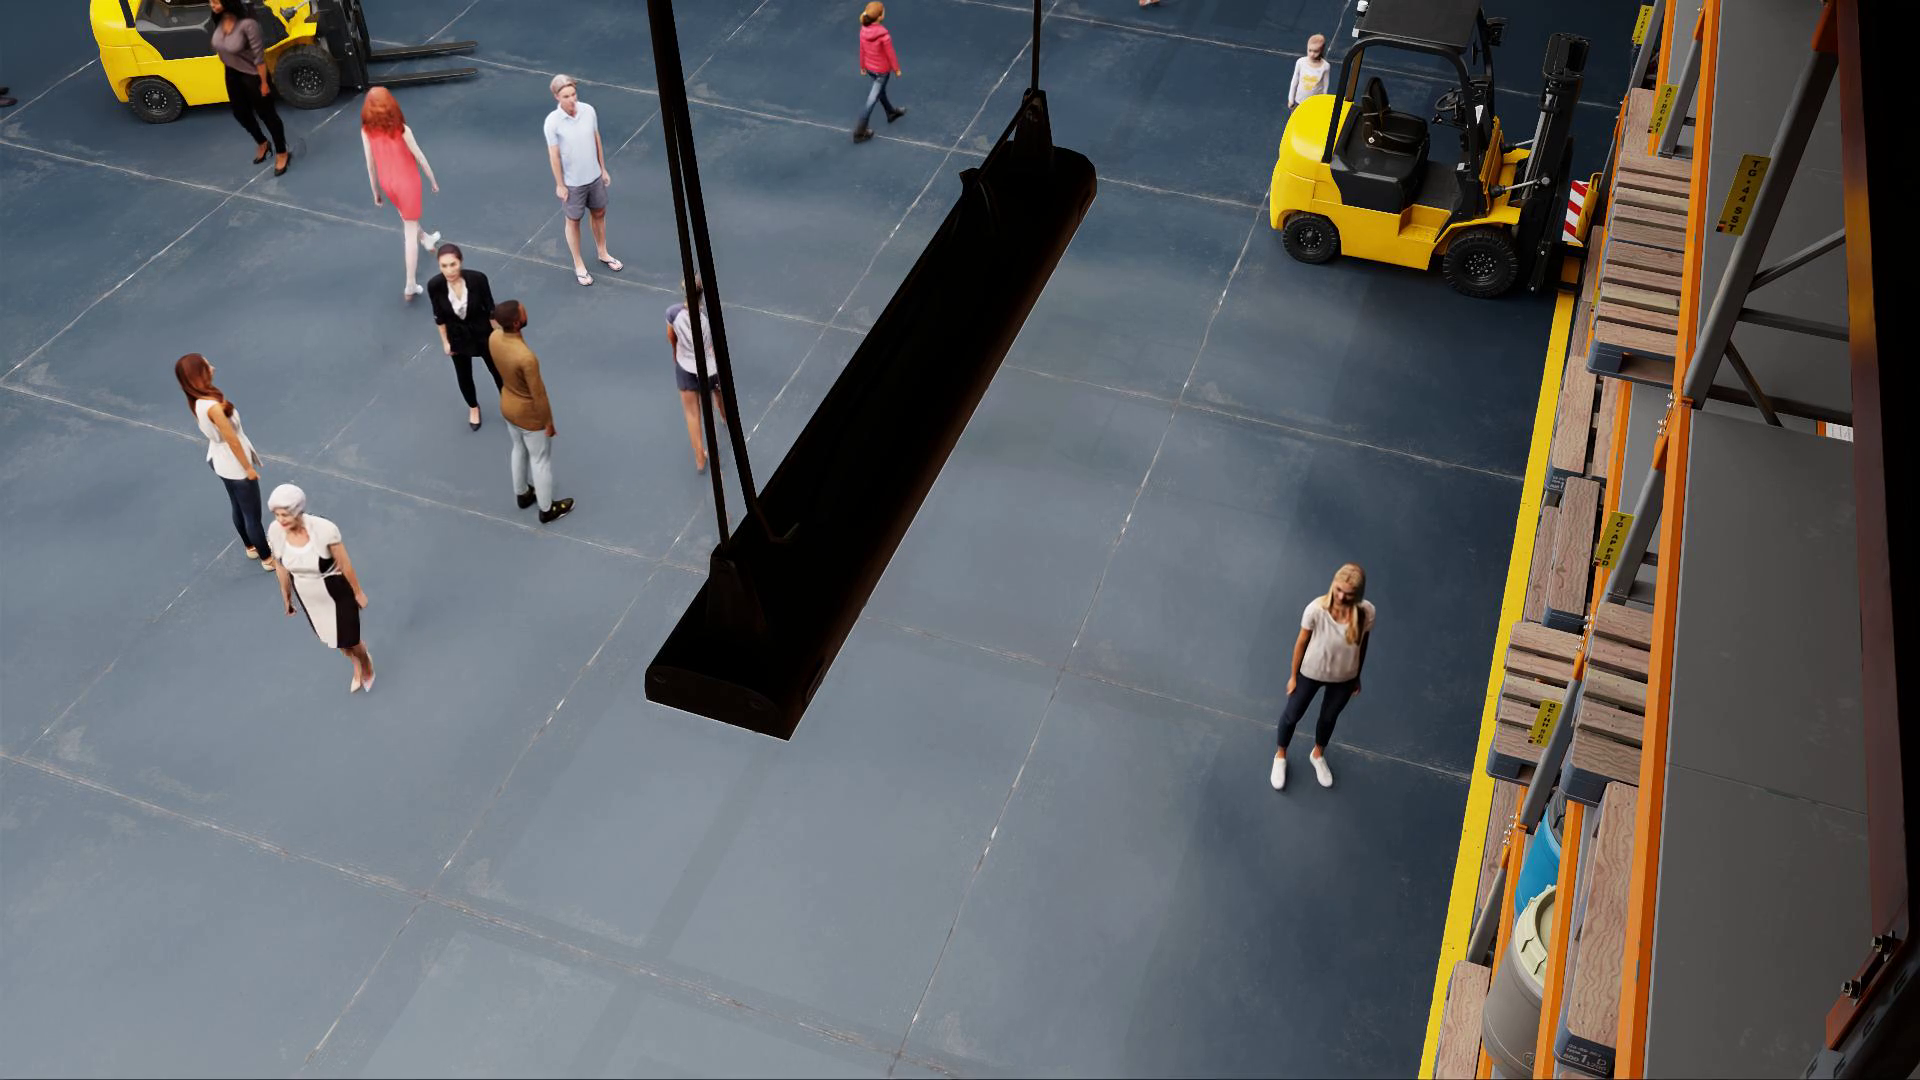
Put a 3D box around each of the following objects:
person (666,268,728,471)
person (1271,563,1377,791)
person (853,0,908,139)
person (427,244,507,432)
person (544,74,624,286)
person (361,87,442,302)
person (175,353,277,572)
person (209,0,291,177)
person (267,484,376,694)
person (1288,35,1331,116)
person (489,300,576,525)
[{"bbox_3d":[-1.904,-1.201,12.109,0.805,1.573,1.067,0,44,0],"label":"person"},{"bbox_3d":[2.156,0.792,9.846,0.653,1.809,0.626,0,44,0],"label":"person"},{"bbox_3d":[-0.826,-4.394,15.669,0.983,1.286,0.786,-32,52,-29],"label":"person"},{"bbox_3d":[-3.637,-1.524,12.388,0.686,1.655,0.710,-8,44,-9],"label":"person"},{"bbox_3d":[-3.167,-3.028,13.839,0.664,1.832,0.792,-32,52,-29],"label":"person"},{"bbox_3d":[-4.590,-2.788,13.632,0.809,1.769,1.215,4,44,4],"label":"person"},{"bbox_3d":[-4.934,-0.518,11.239,0.673,1.784,0.673,-32,52,-29],"label":"person"},{"bbox_3d":[-6.389,-4.189,15.053,0.656,1.838,0.609,18,47,18],"label":"person"},{"bbox_3d":[-3.936,0.274,10.438,0.706,1.741,0.726,6,44,6],"label":"person"},{"bbox_3d":[3.202,-4.045,15.308,0.500,1.279,0.497,12,45,12],"label":"person"},{"bbox_3d":[-3.048,-0.899,11.618,0.686,1.812,0.655,30,51,28],"label":"person"}]
